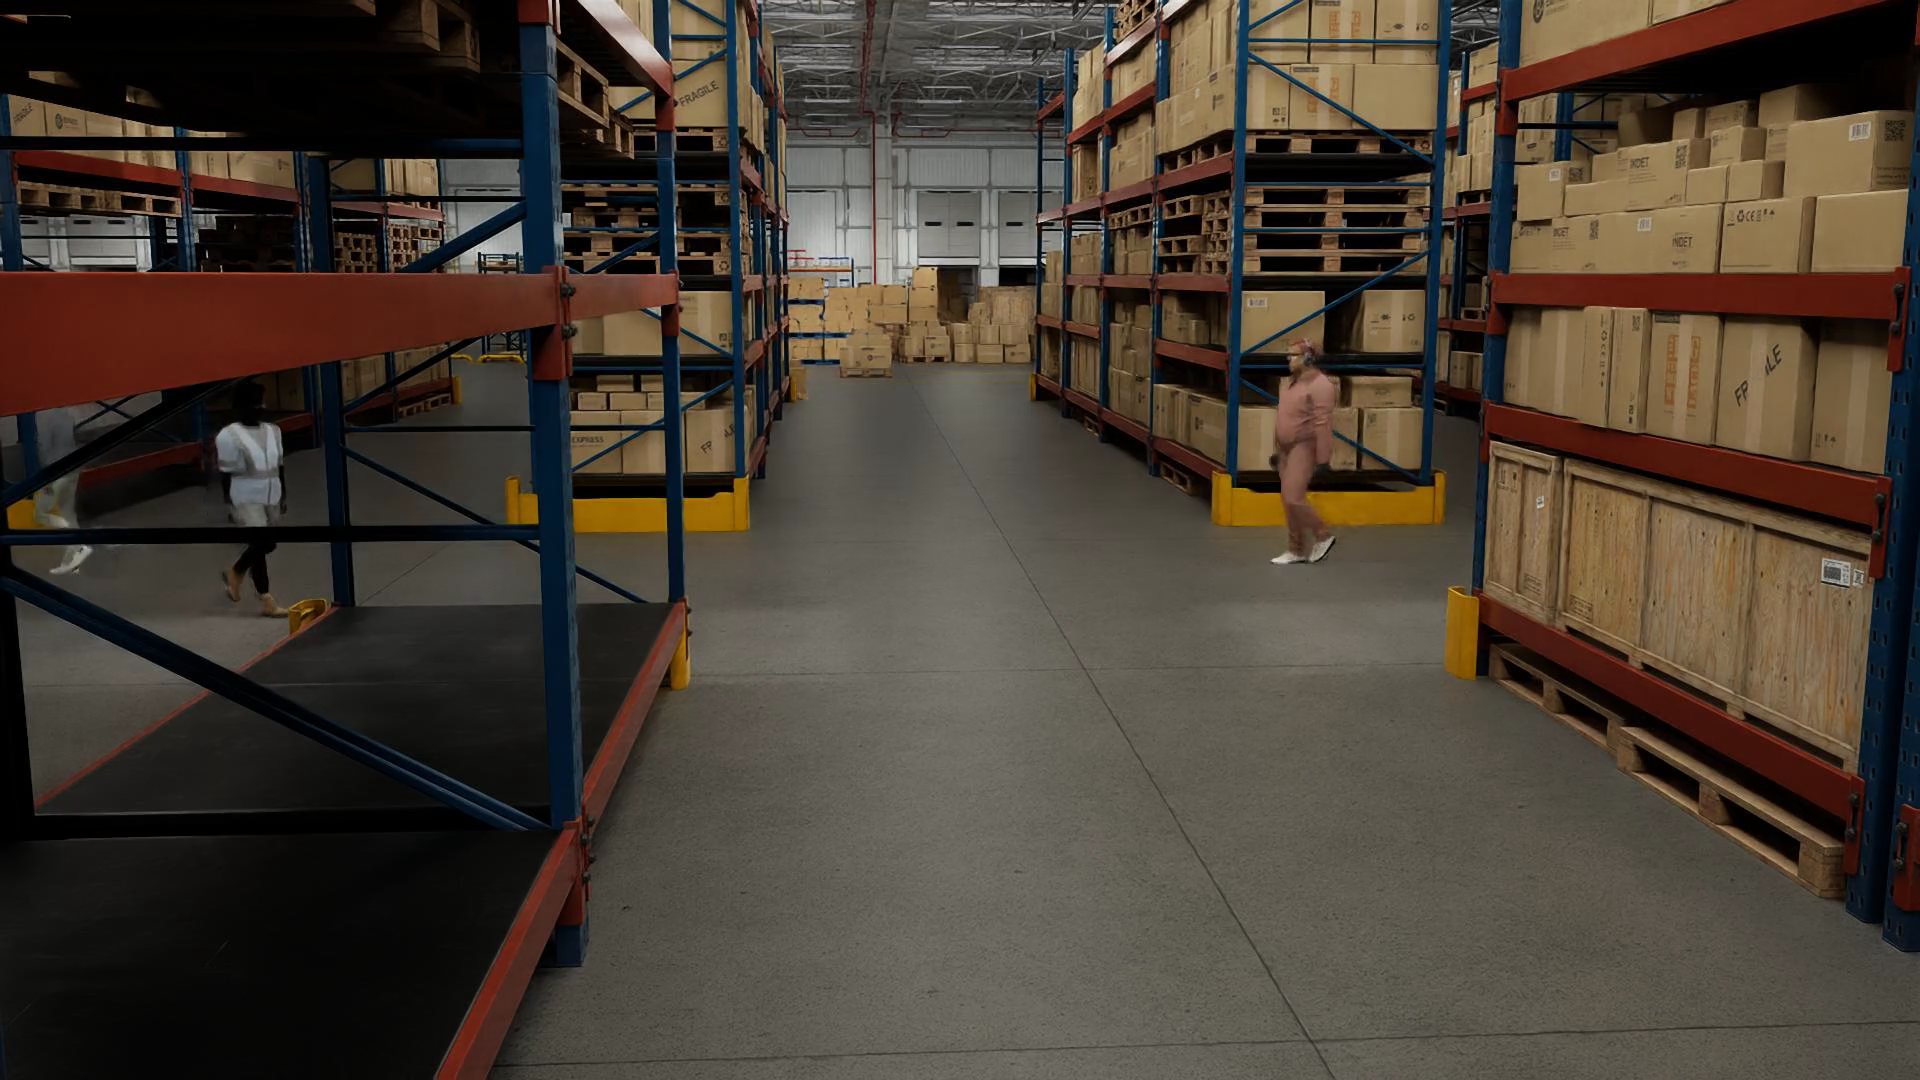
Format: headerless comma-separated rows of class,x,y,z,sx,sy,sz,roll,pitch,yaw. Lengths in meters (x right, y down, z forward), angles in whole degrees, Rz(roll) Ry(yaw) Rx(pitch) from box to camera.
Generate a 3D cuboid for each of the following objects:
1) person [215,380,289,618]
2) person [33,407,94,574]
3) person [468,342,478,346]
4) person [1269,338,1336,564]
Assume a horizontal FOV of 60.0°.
person,-5.043,-0.299,11.768,0.705,1.676,0.534,4,10,26
person,-7.188,-0.512,13.275,0.378,1.620,0.509,0,9,2
person,-16.727,-7.578,56.755,0.636,1.909,0.547,1,9,9
person,2.797,-0.722,13.760,0.448,1.892,0.646,-2,9,-14
